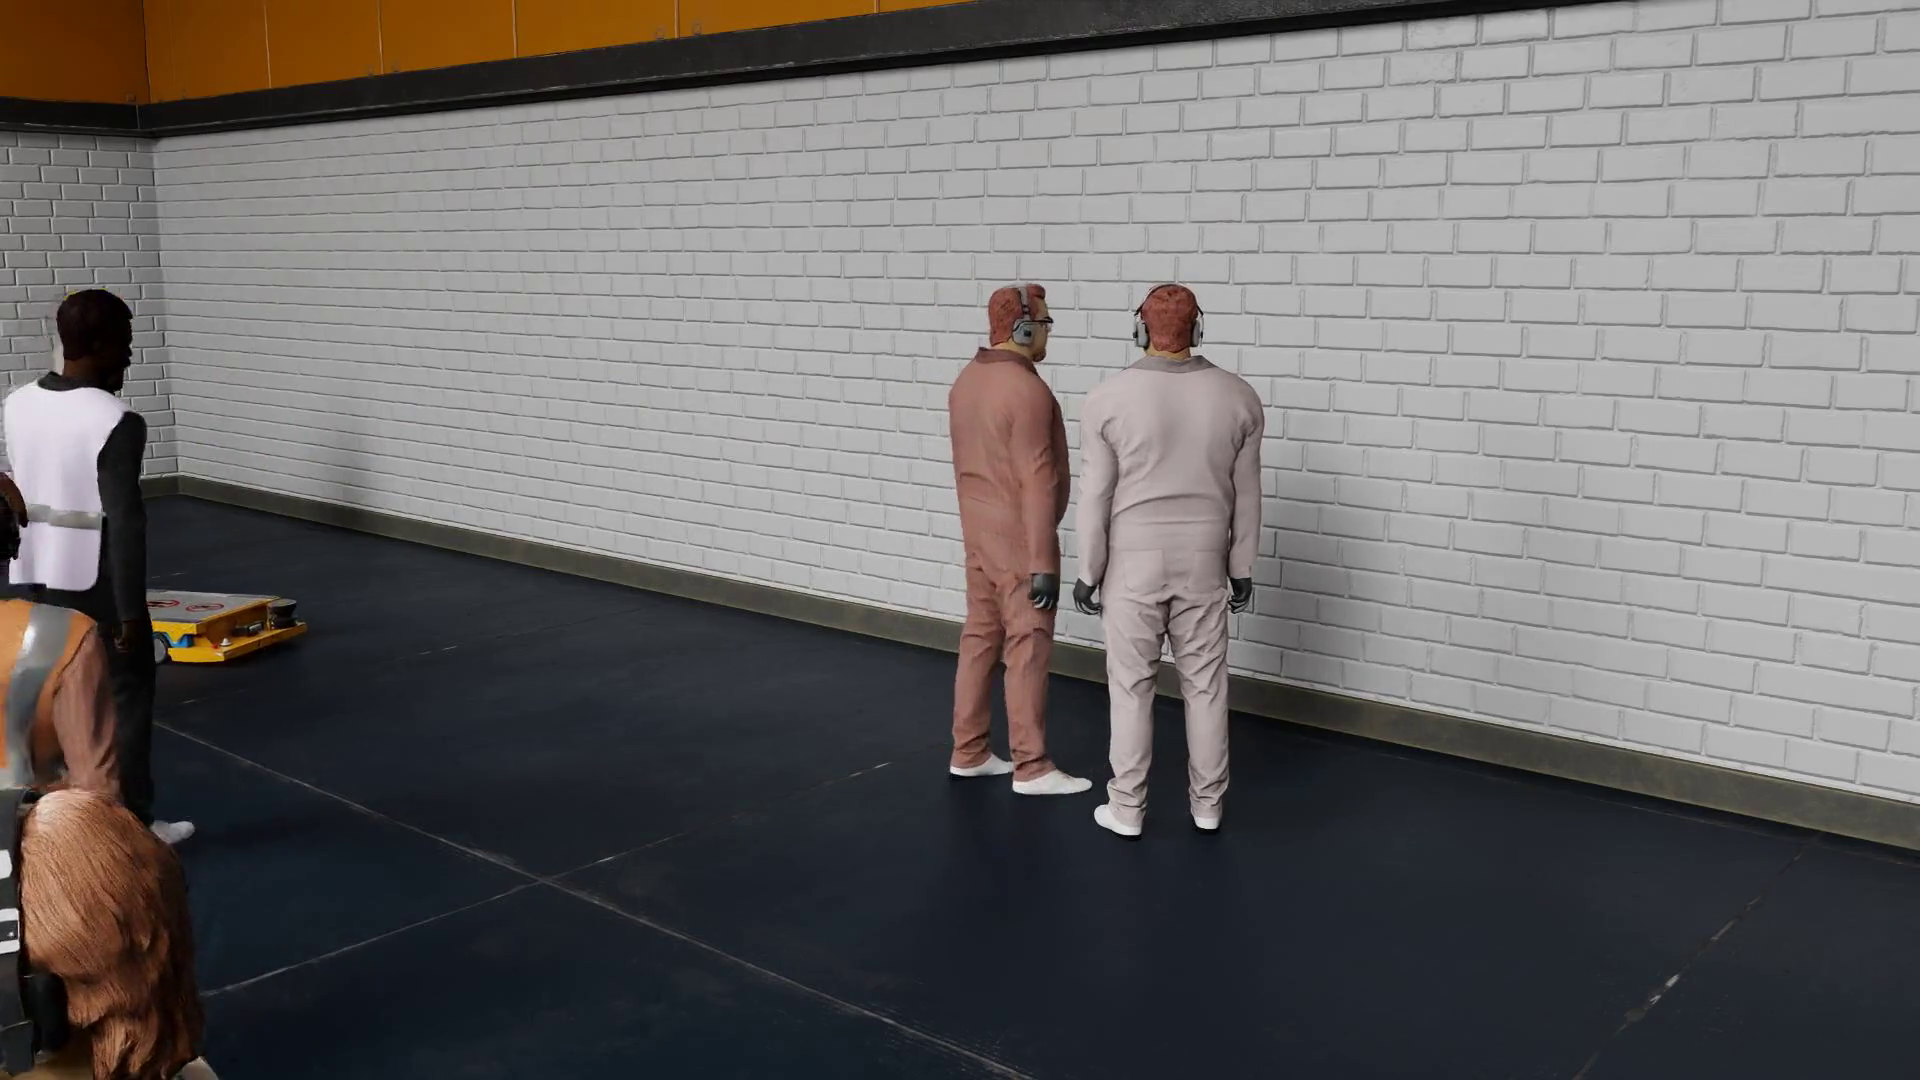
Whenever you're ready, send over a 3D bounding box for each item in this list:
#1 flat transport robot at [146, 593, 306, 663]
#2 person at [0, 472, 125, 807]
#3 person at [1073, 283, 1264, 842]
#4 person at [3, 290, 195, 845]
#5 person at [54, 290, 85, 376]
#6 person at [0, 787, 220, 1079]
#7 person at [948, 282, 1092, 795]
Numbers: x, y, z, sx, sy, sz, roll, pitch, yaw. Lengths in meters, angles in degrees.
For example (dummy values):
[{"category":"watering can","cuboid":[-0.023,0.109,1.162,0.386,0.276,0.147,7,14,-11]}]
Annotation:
[{"category":"flat transport robot","cuboid":[-4.147,0.417,8.436,1.431,0.197,0.652,2,10,13]},{"category":"person","cuboid":[-1.864,0.671,3.148,0.520,1.628,0.559,-2,10,-10]},{"category":"person","cuboid":[0.699,0.082,5.701,0.655,1.905,0.407,-2,10,-10]},{"category":"person","cuboid":[-2.845,0.151,5.336,0.609,1.893,0.628,5,11,25]},{"category":"person","cuboid":[-5.356,-0.649,10.257,0.526,1.768,0.314,7,12,36]},{"category":"person","cuboid":[-0.703,0.987,1.349,0.507,1.621,0.543,-4,11,-22]},{"category":"person","cuboid":[0.213,0.001,6.180,0.406,1.907,0.651,-5,11,-26]}]
